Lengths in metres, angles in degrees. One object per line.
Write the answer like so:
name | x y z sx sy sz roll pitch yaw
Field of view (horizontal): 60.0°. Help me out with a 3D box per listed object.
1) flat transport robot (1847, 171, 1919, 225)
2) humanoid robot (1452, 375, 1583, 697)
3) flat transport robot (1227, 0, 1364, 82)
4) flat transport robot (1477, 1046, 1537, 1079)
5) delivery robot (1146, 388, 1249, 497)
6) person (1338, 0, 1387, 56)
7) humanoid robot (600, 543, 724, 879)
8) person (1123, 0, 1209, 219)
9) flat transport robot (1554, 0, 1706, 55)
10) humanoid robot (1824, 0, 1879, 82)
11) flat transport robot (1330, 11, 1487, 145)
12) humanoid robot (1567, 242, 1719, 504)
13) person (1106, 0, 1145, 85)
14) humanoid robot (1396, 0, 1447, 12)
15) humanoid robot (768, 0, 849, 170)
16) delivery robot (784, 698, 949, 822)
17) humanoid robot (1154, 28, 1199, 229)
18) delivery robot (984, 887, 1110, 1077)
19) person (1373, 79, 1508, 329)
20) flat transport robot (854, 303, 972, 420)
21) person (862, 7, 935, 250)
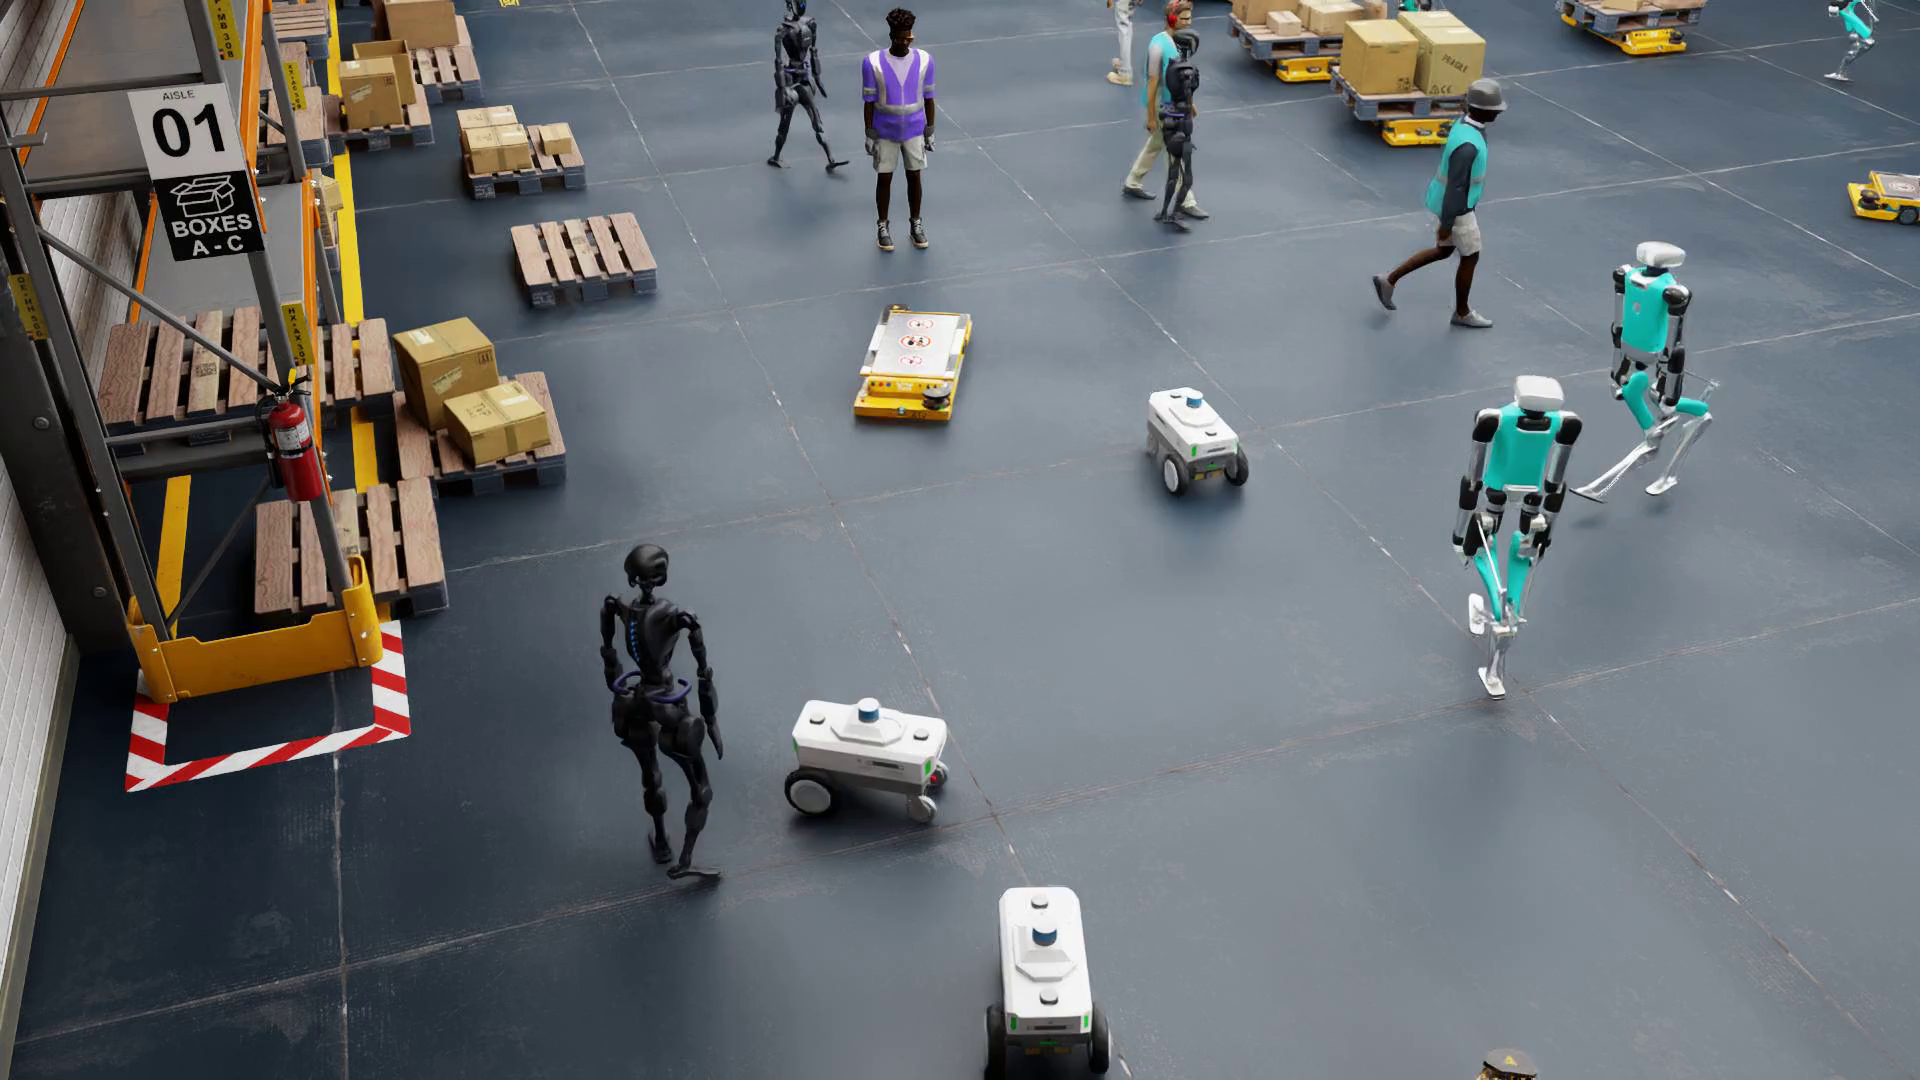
flat transport robot | 8.466 -2.897 14.301 1.431 0.231 0.659 10 34 15
humanoid robot | 2.812 0.041 8.458 0.557 1.736 1.044 -1 33 -1
flat transport robot | 3.582 -5.234 17.886 0.659 0.231 1.431 -6 34 -8
flat transport robot | 1.930 2.484 6.049 0.659 0.231 1.431 25 41 33
delivery robot | 1.484 -0.645 10.602 0.499 0.613 0.807 -11 35 -16
person | 4.255 -5.623 17.222 0.590 1.646 0.518 3 33 5
humanoid robot | -1.345 0.788 7.368 0.600 1.646 0.454 12 35 18
person | 1.791 -3.682 14.120 0.901 1.806 0.580 17 37 25
flat transport robot | 7.451 -5.764 18.699 0.659 0.231 1.431 -8 34 -13
humanoid robot | 9.190 -5.445 16.924 0.541 1.836 0.749 -27 42 -35
flat transport robot | 4.323 -4.185 16.277 0.659 0.231 1.431 -3 33 -5
humanoid robot | 4.223 -0.988 10.025 1.023 1.728 0.589 -13 35 -19
person | 1.690 -5.663 17.127 0.461 1.830 0.650 -18 37 -25
humanoid robot | 4.808 -5.552 17.053 0.775 1.801 0.532 -11 35 -17
humanoid robot | -1.420 -4.081 14.863 0.795 1.621 0.596 22 39 30
delivery robot | -0.463 1.030 8.034 0.797 0.613 0.499 7 34 11
humanoid robot | 1.819 -3.430 13.833 0.320 1.653 0.593 -2 33 -4
delivery robot | 0.343 1.787 6.845 0.499 0.583 0.767 -1 33 -1
person | 3.575 -2.461 12.137 0.845 1.900 0.533 7 34 10
flat transport robot | -0.315 -1.278 11.818 0.659 0.231 1.431 4 33 5
person | -0.481 -3.297 13.371 0.602 1.958 0.375 -8 34 -11
